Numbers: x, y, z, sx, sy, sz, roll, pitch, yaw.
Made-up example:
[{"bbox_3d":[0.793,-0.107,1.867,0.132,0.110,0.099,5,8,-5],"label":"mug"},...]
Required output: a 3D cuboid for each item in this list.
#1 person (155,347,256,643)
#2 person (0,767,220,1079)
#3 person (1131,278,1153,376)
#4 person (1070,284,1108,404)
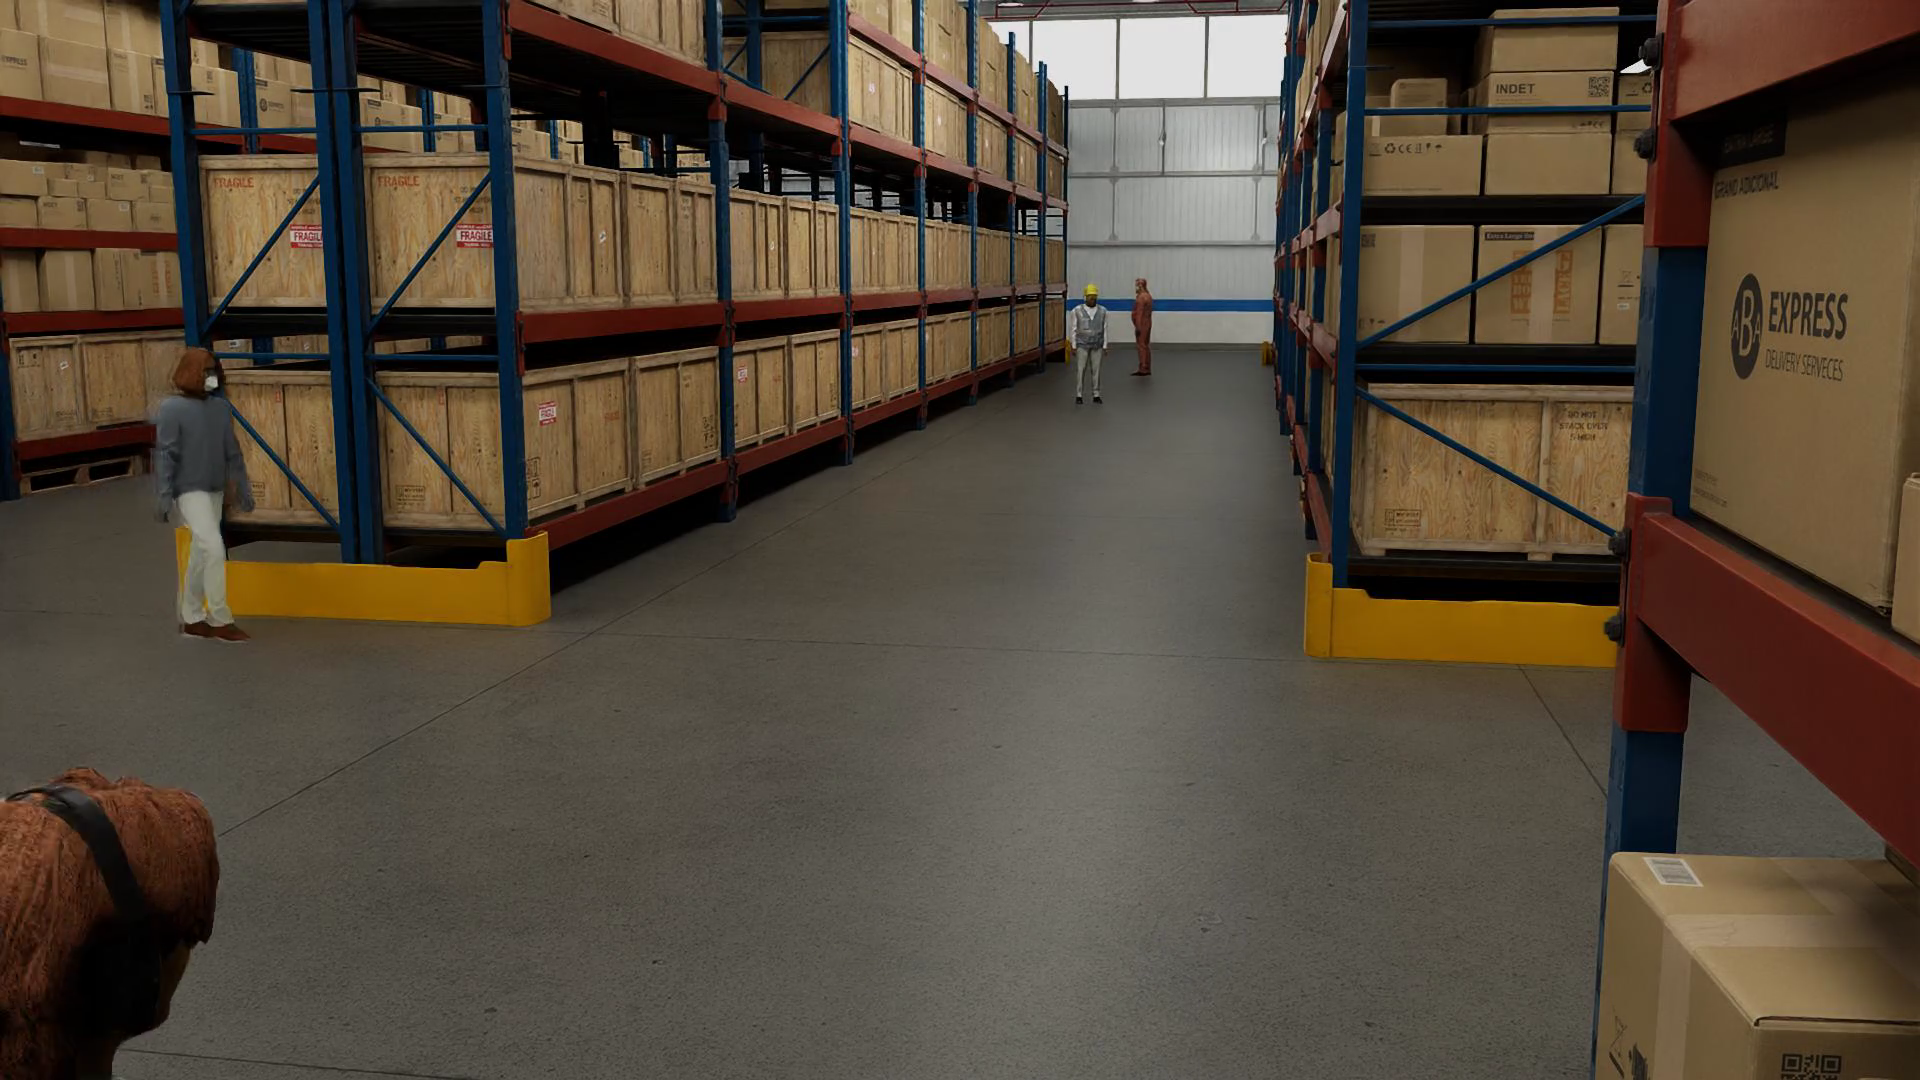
[{"bbox_3d":[-4.037,-0.236,9.041,0.645,1.606,0.529,2,9,15],"label":"person"},{"bbox_3d":[-0.684,0.980,1.497,0.546,1.606,0.745,4,10,22],"label":"person"},{"bbox_3d":[3.545,-4.160,32.556,0.398,1.900,0.639,3,10,19],"label":"person"},{"bbox_3d":[1.991,-3.004,25.550,0.600,1.836,0.404,-1,9,-8],"label":"person"}]
